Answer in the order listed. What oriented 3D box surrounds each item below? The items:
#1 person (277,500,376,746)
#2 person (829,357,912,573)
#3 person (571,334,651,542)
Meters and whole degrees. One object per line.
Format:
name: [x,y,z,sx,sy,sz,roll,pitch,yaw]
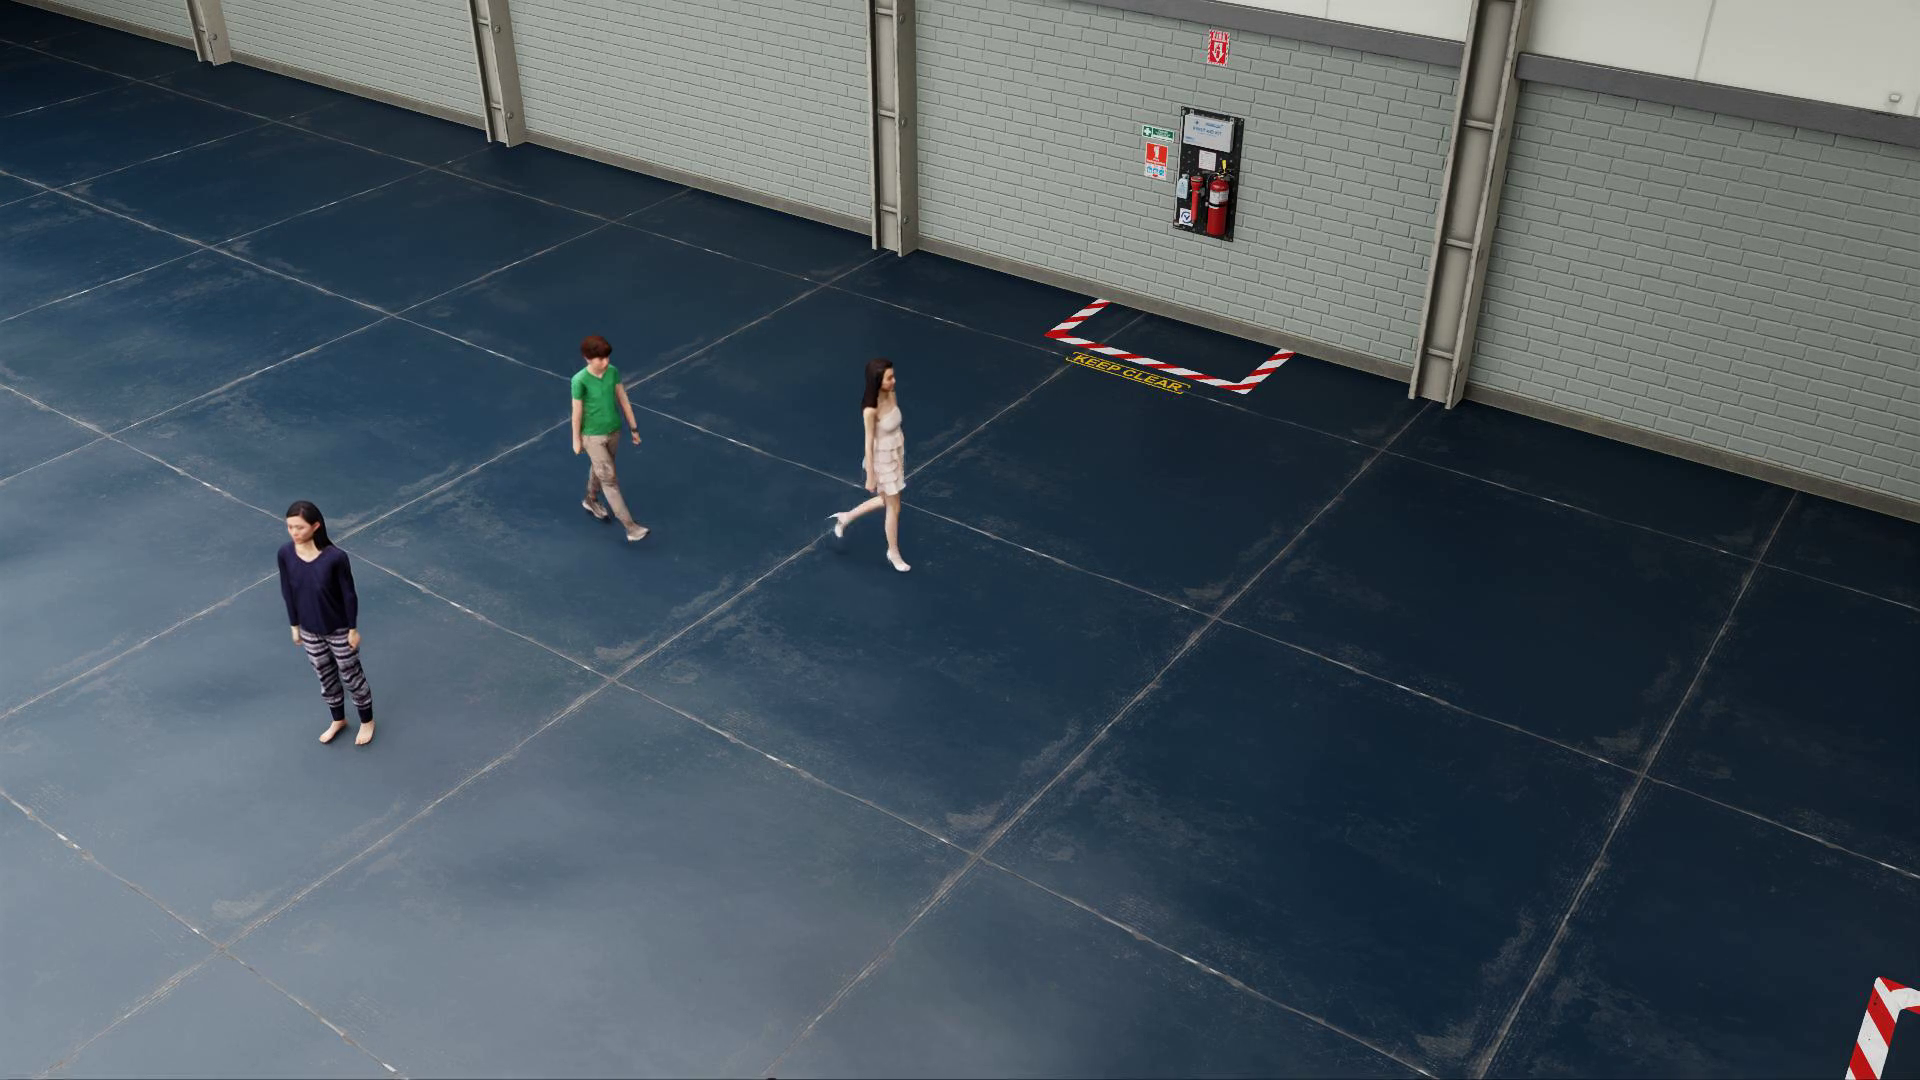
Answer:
person: [-3.932,0.505,10.331,0.626,1.735,0.743,3,32,4]
person: [-0.623,-0.557,12.032,0.951,1.716,0.704,13,34,19]
person: [-2.758,-0.817,12.543,1.150,1.610,0.694,26,41,35]
